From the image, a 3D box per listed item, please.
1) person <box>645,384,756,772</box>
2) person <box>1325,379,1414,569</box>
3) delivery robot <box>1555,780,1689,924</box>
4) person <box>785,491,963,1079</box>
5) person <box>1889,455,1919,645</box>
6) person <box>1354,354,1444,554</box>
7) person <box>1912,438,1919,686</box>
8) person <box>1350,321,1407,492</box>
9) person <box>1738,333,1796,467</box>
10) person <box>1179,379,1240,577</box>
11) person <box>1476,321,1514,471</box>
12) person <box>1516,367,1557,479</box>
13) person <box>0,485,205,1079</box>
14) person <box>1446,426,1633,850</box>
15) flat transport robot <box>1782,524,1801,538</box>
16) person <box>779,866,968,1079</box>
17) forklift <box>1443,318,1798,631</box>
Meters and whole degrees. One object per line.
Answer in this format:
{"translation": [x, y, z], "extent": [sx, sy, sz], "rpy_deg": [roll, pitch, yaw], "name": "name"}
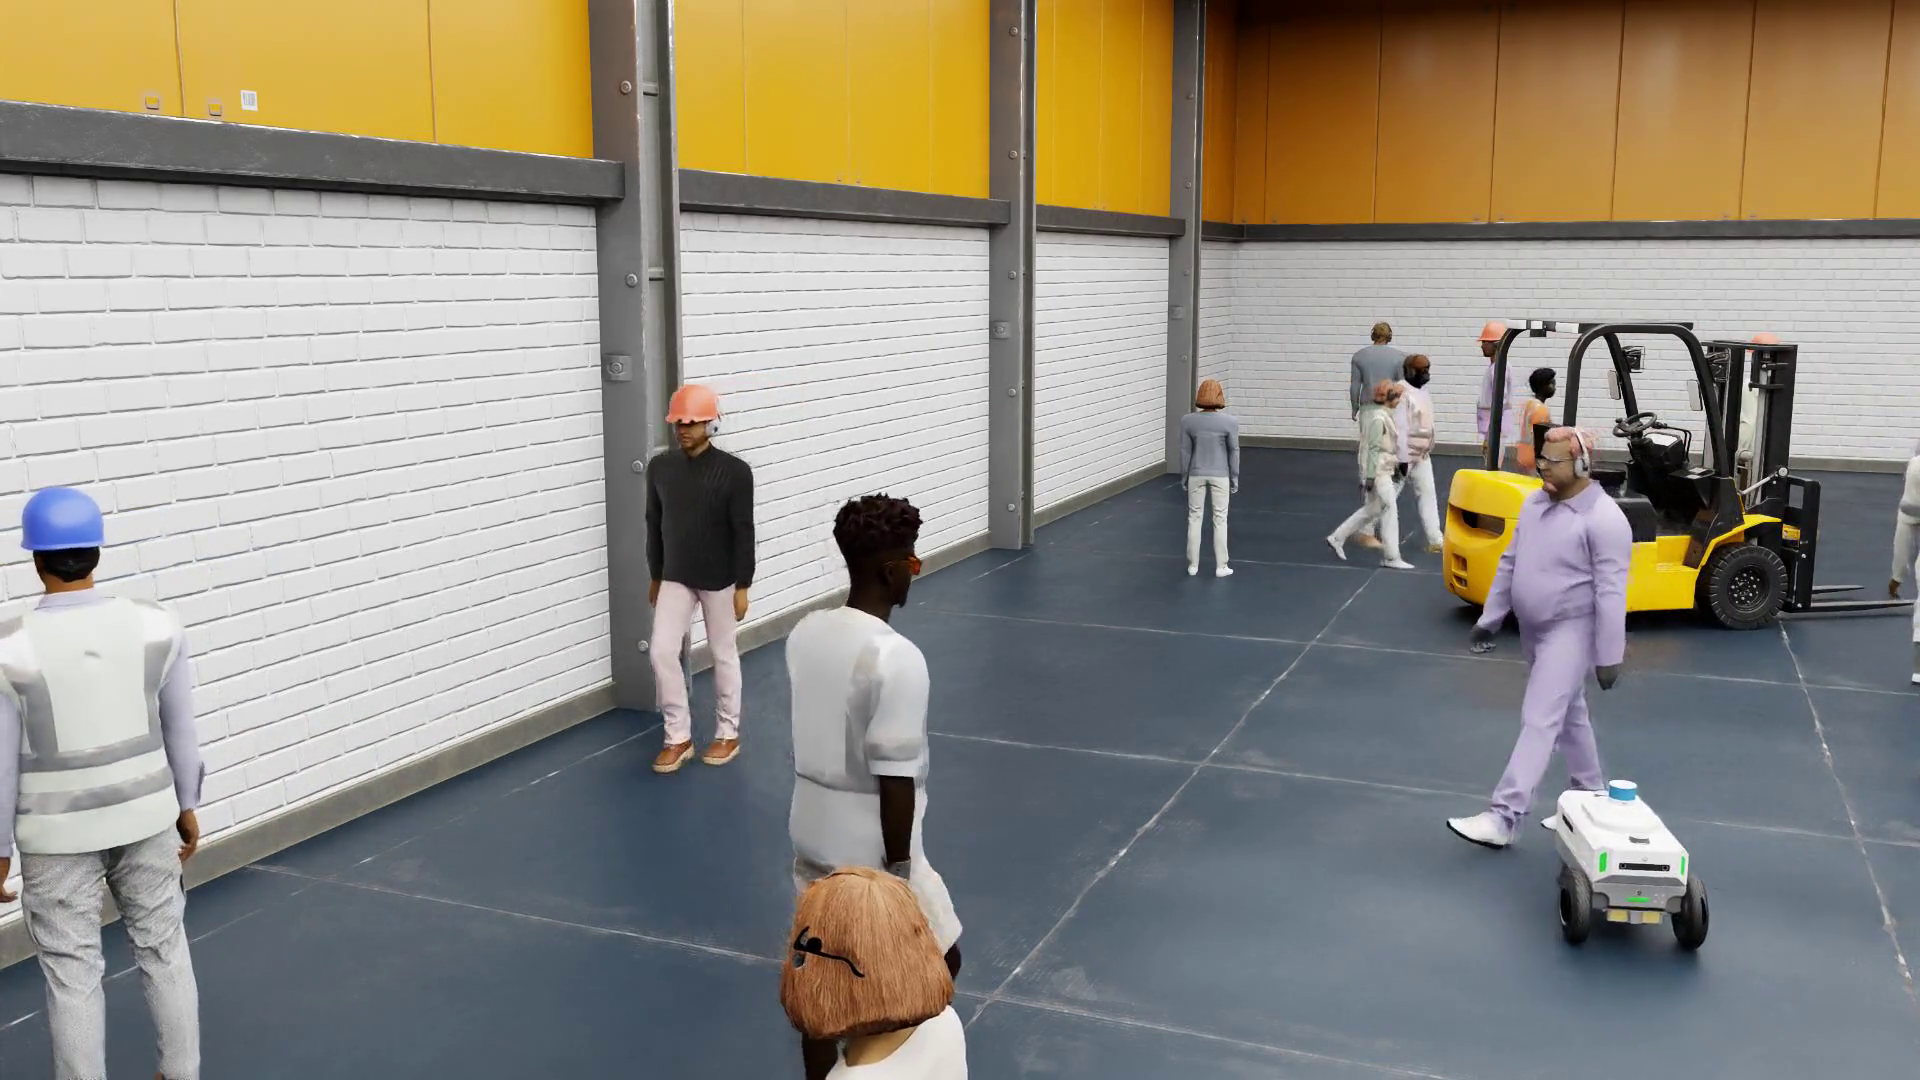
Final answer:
{"translation": [-1.349, 0.204, 8.409], "extent": [0.661, 1.967, 0.701], "rpy_deg": [3, 10, 17], "name": "person"}
{"translation": [3.519, -0.576, 14.218], "extent": [0.721, 1.611, 0.520], "rpy_deg": [3, 10, 17], "name": "person"}
{"translation": [2.571, 1.181, 6.491], "extent": [0.477, 0.478, 0.707], "rpy_deg": [1, 10, 7], "name": "delivery robot"}
{"translation": [-0.247, 0.832, 4.670], "extent": [0.510, 1.947, 0.609], "rpy_deg": [-8, 12, -41], "name": "person"}
{"translation": [5.073, 0.203, 8.429], "extent": [0.624, 1.992, 1.093], "rpy_deg": [5, 11, 30], "name": "person"}
{"translation": [3.994, -0.776, 14.920], "extent": [0.958, 1.795, 0.638], "rpy_deg": [8, 12, 40], "name": "person"}
{"translation": [5.992, -0.037, 10.022], "extent": [0.401, 1.919, 0.619], "rpy_deg": [-1, 9, -8], "name": "person"}
{"translation": [4.722, -1.492, 18.791], "extent": [0.630, 1.938, 0.366], "rpy_deg": [4, 10, 25], "name": "person"}
{"translation": [6.854, -0.769, 14.247], "extent": [0.612, 1.992, 0.392], "rpy_deg": [-5, 10, -26], "name": "person"}
{"translation": [2.061, -0.510, 13.753], "extent": [0.500, 1.636, 0.283], "rpy_deg": [3, 10, 19], "name": "person"}
{"translation": [5.015, -1.034, 15.701], "extent": [0.371, 2.044, 0.608], "rpy_deg": [3, 10, 18], "name": "person"}
{"translation": [5.041, -0.666, 14.519], "extent": [0.369, 1.685, 0.550], "rpy_deg": [2, 10, 12], "name": "person"}
{"translation": [-2.500, 0.811, 4.807], "extent": [0.403, 1.946, 0.613], "rpy_deg": [9, 13, 44], "name": "person"}
{"translation": [2.563, 0.429, 7.379], "extent": [0.918, 1.862, 0.647], "rpy_deg": [-2, 10, -11], "name": "person"}
{"translation": [7.432, -0.214, 16.089], "extent": [0.652, 0.197, 1.431], "rpy_deg": [-3, 10, -18], "name": "flat transport robot"}
{"translation": [-0.135, 1.317, 2.688], "extent": [0.286, 1.633, 0.501], "rpy_deg": [4, 10, 22], "name": "person"}
{"translation": [4.706, -0.497, 11.990], "extent": [2.313, 2.155, 1.214], "rpy_deg": [-2, 10, -10], "name": "forklift"}
